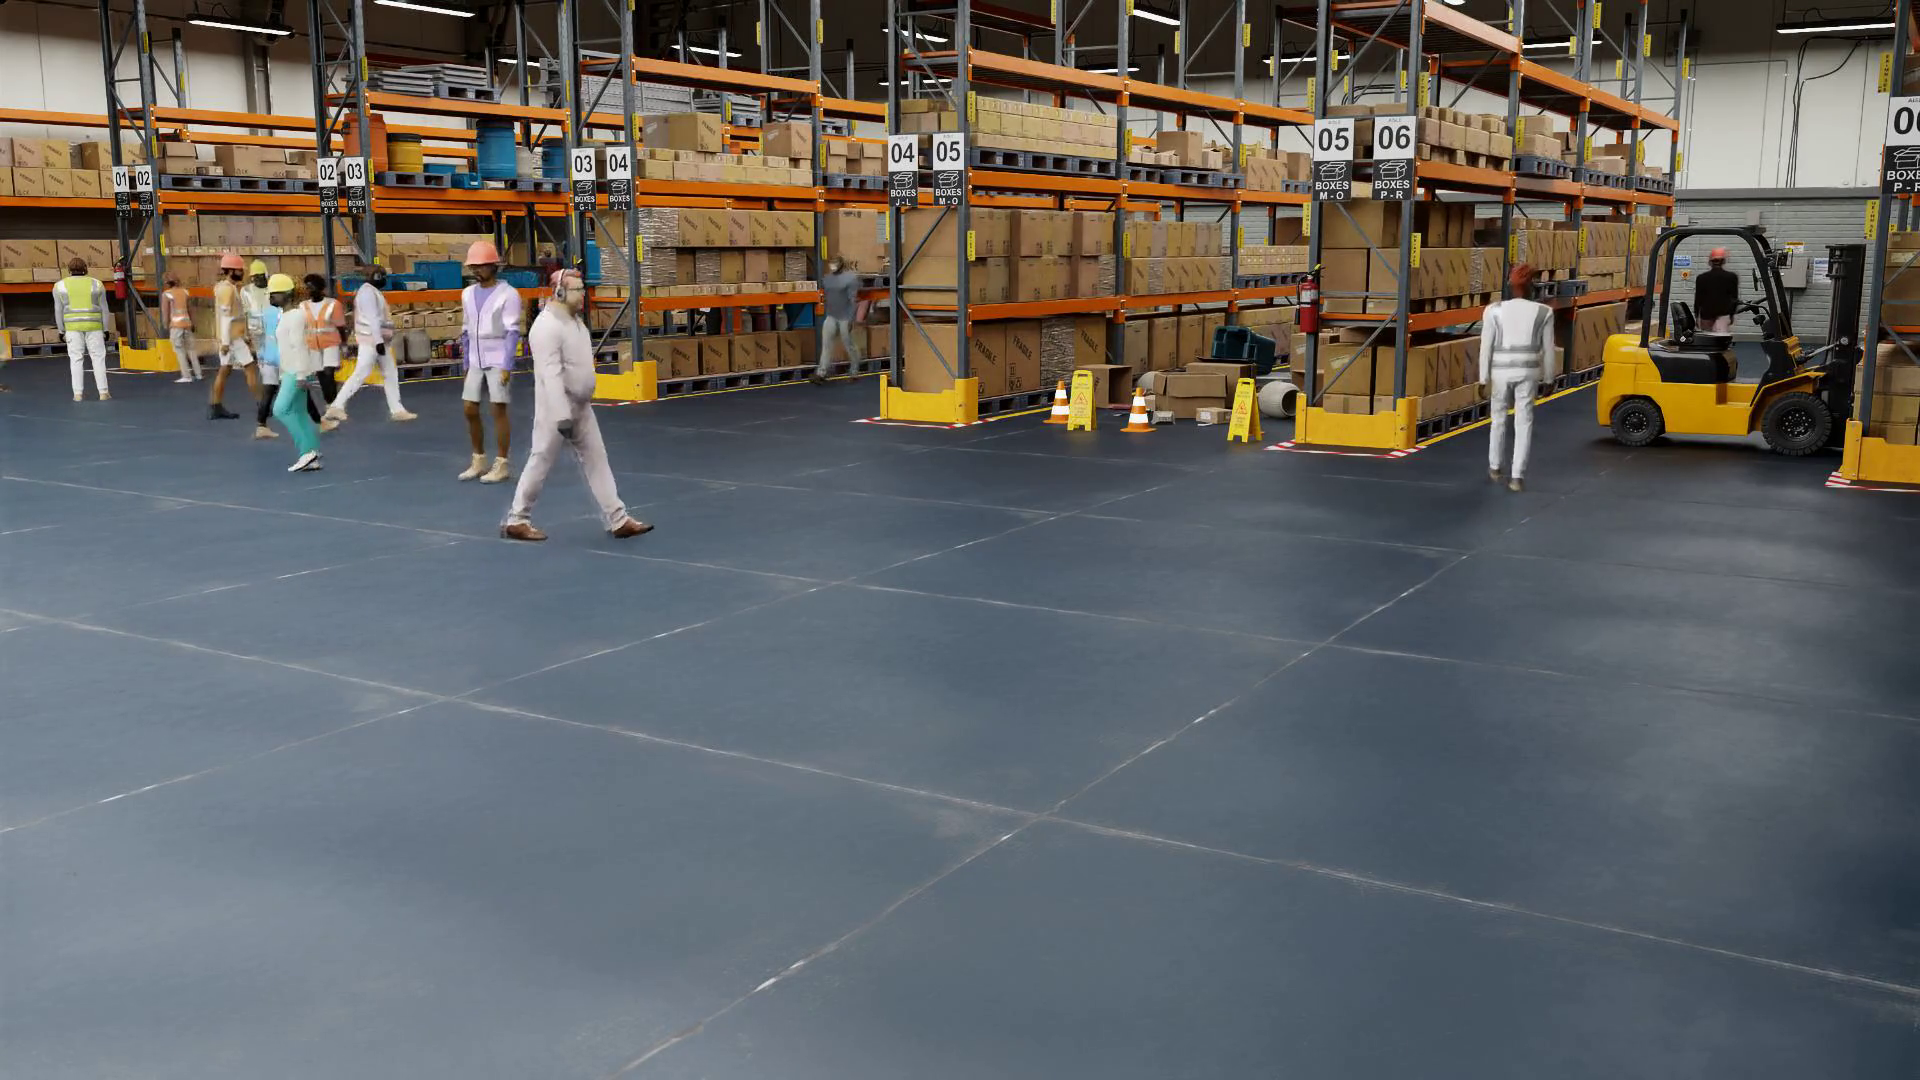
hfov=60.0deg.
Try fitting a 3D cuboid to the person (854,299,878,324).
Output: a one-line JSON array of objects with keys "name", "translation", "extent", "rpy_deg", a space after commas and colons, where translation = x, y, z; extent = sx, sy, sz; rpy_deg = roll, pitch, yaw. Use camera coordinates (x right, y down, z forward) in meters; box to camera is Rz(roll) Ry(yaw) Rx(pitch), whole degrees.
[{"name": "person", "translation": [-1.891, -4.296, 30.222], "extent": [0.675, 1.873, 0.861], "rpy_deg": [7, 12, 35]}]

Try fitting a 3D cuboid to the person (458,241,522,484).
[{"name": "person", "translation": [-3.984, -1.491, 14.050], "extent": [0.626, 2.038, 0.416], "rpy_deg": [5, 11, 24]}]

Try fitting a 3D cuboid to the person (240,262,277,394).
[{"name": "person", "translation": [-9.468, -2.890, 22.629], "extent": [0.593, 1.781, 0.959], "rpy_deg": [-3, 11, -15]}]

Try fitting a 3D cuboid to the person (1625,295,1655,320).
[{"name": "person", "translation": [12.690, -4.558, 31.221], "extent": [0.678, 2.000, 1.011], "rpy_deg": [-9, 13, -40]}]

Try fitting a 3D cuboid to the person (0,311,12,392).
[{"name": "person", "translation": [-13.169, -2.815, 22.636], "extent": [0.384, 1.621, 0.506], "rpy_deg": [-2, 10, -9]}]

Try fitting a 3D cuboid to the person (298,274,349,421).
[{"name": "person", "translation": [-7.261, -2.177, 18.879], "extent": [0.559, 1.670, 0.583], "rpy_deg": [1, 10, 7]}]

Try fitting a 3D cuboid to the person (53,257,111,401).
[{"name": "person", "translation": [-11.289, -2.709, 21.425], "extent": [0.625, 1.844, 0.429], "rpy_deg": [-5, 11, -26]}]

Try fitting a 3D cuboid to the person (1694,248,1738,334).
[{"name": "person", "translation": [11.352, -3.405, 24.997], "extent": [0.600, 1.961, 0.984], "rpy_deg": [4, 11, 22]}]

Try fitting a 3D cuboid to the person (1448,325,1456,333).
[{"name": "person", "translation": [9.162, -4.504, 31.625], "extent": [0.831, 1.806, 0.622], "rpy_deg": [-6, 12, -30]}]

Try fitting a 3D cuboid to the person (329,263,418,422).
[{"name": "person", "translation": [-6.749, -2.242, 18.950], "extent": [0.919, 1.798, 0.675], "rpy_deg": [-1, 10, -6]}]

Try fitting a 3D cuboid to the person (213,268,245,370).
[{"name": "person", "translation": [-11.710, -3.527, 26.569], "extent": [0.537, 1.634, 0.315], "rpy_deg": [7, 12, 33]}]

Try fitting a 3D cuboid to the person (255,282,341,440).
[{"name": "person", "translation": [-6.963, -1.878, 17.296], "extent": [0.552, 1.649, 0.874], "rpy_deg": [9, 13, 41]}]

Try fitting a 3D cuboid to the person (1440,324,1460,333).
[{"name": "person", "translation": [10.222, -5.073, 34.484], "extent": [0.643, 1.904, 0.633], "rpy_deg": [-6, 12, -30]}]

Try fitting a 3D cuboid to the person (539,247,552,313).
[{"name": "person", "translation": [-7.923, -4.638, 31.956], "extent": [0.632, 1.940, 0.372], "rpy_deg": [10, 14, 43]}]

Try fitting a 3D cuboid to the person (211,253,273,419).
[{"name": "person", "translation": [-8.257, -2.337, 19.178], "extent": [0.916, 1.898, 0.552], "rpy_deg": [-5, 11, -27]}]

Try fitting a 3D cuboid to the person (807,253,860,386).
[{"name": "person", "translation": [-1.749, -3.123, 23.634], "extent": [0.639, 1.879, 1.027], "rpy_deg": [6, 12, 31]}]

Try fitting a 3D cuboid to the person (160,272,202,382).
[{"name": "person", "translation": [-11.363, -3.085, 24.193], "extent": [0.332, 1.611, 0.569], "rpy_deg": [3, 11, 18]}]

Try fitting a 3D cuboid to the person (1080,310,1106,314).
[{"name": "person", "translation": [2.186, -3.864, 27.470], "extent": [0.383, 1.992, 0.609], "rpy_deg": [-9, 14, -41]}]

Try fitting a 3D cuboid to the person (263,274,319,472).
[{"name": "person", "translation": [-5.883, -1.457, 14.647], "extent": [0.411, 1.748, 0.560], "rpy_deg": [-6, 12, -29]}]

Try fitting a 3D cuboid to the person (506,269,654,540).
[{"name": "person", "translation": [-2.658, -0.904, 11.288], "extent": [1.017, 1.852, 0.670], "rpy_deg": [2, 10, 11]}]

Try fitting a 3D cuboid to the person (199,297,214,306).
[{"name": "person", "translation": [-12.997, -4.014, 29.054], "extent": [0.534, 1.732, 0.855], "rpy_deg": [5, 11, 24]}]

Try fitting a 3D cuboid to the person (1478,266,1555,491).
[{"name": "person", "translation": [4.649, -1.361, 13.907], "extent": [0.607, 1.828, 0.983], "rpy_deg": [3, 10, 15]}]

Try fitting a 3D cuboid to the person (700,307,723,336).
[{"name": "person", "translation": [-3.798, -3.495, 25.606], "extent": [0.393, 1.921, 0.591], "rpy_deg": [-4, 11, -21]}]
